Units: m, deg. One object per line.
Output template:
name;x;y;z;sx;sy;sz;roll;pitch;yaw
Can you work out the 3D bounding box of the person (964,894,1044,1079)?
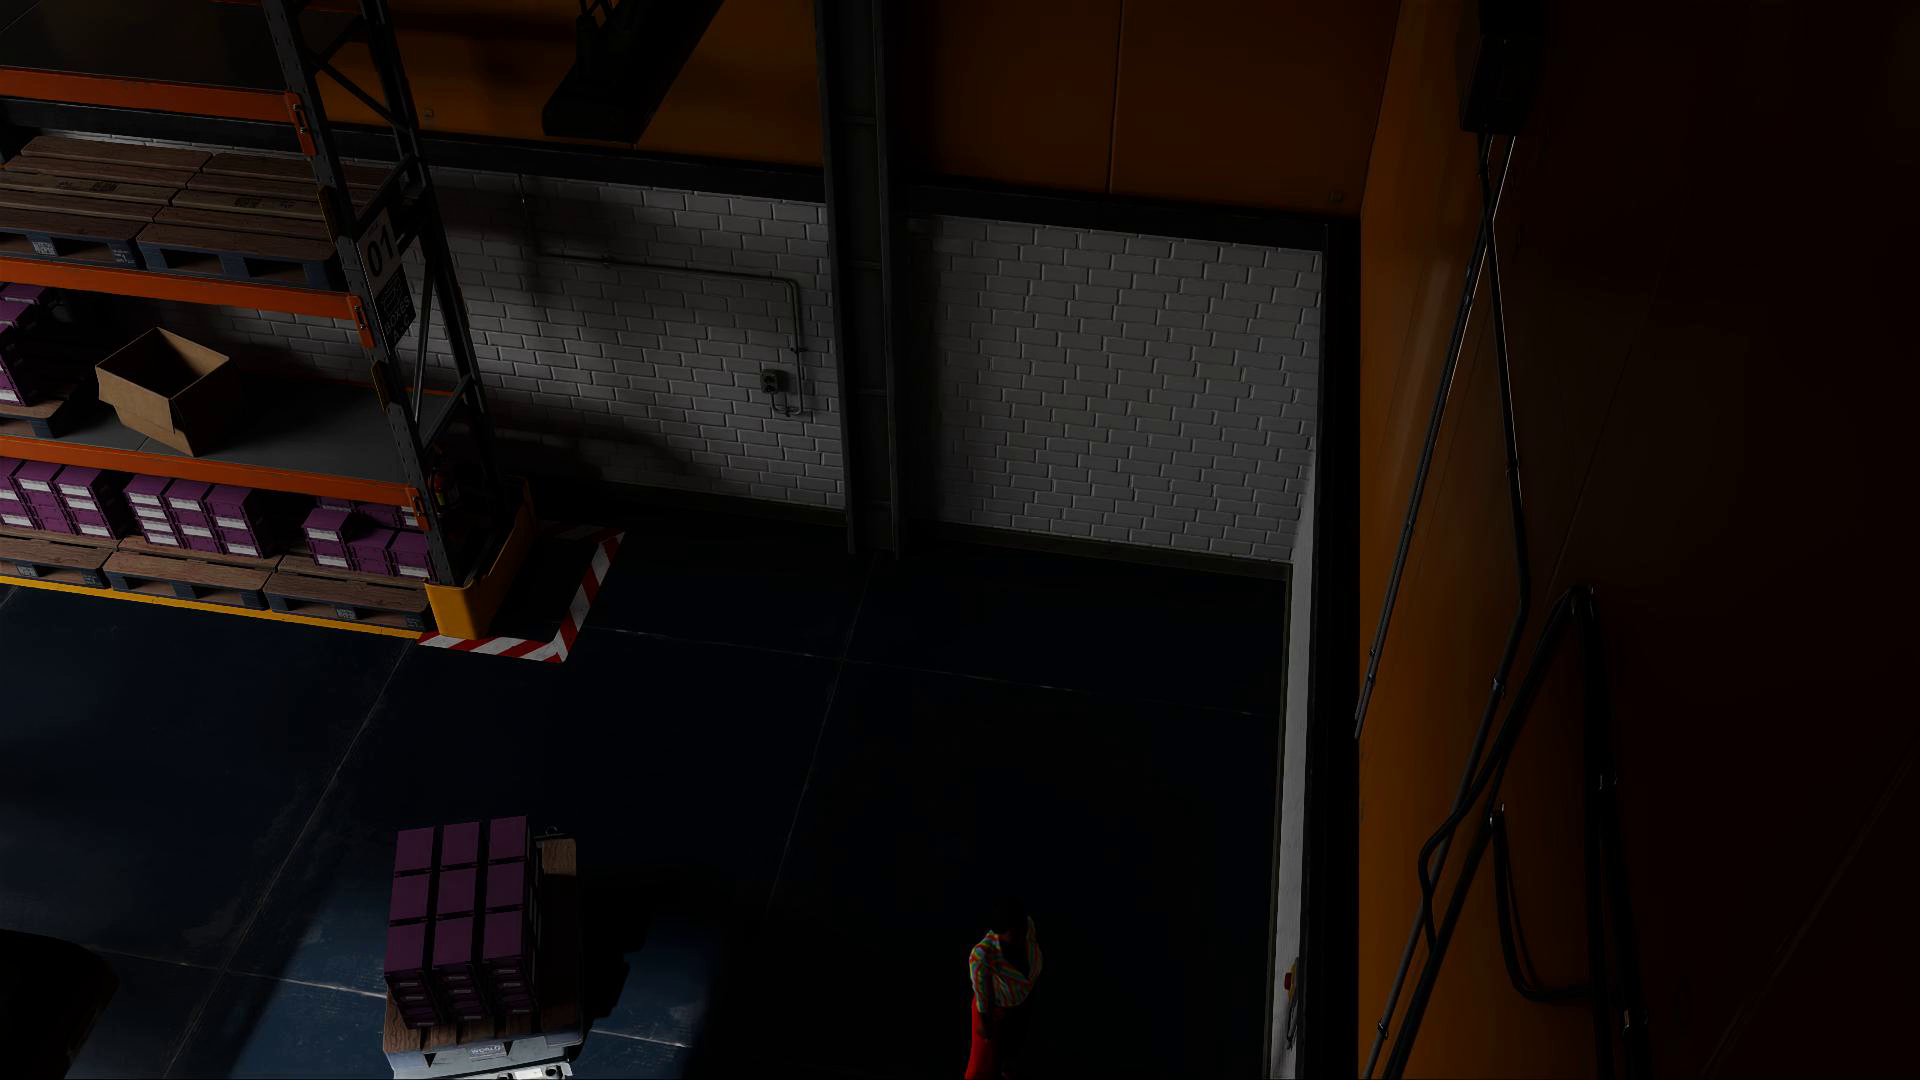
person;0.218;2.377;8.488;0.707;1.792;0.684;34;53;30
